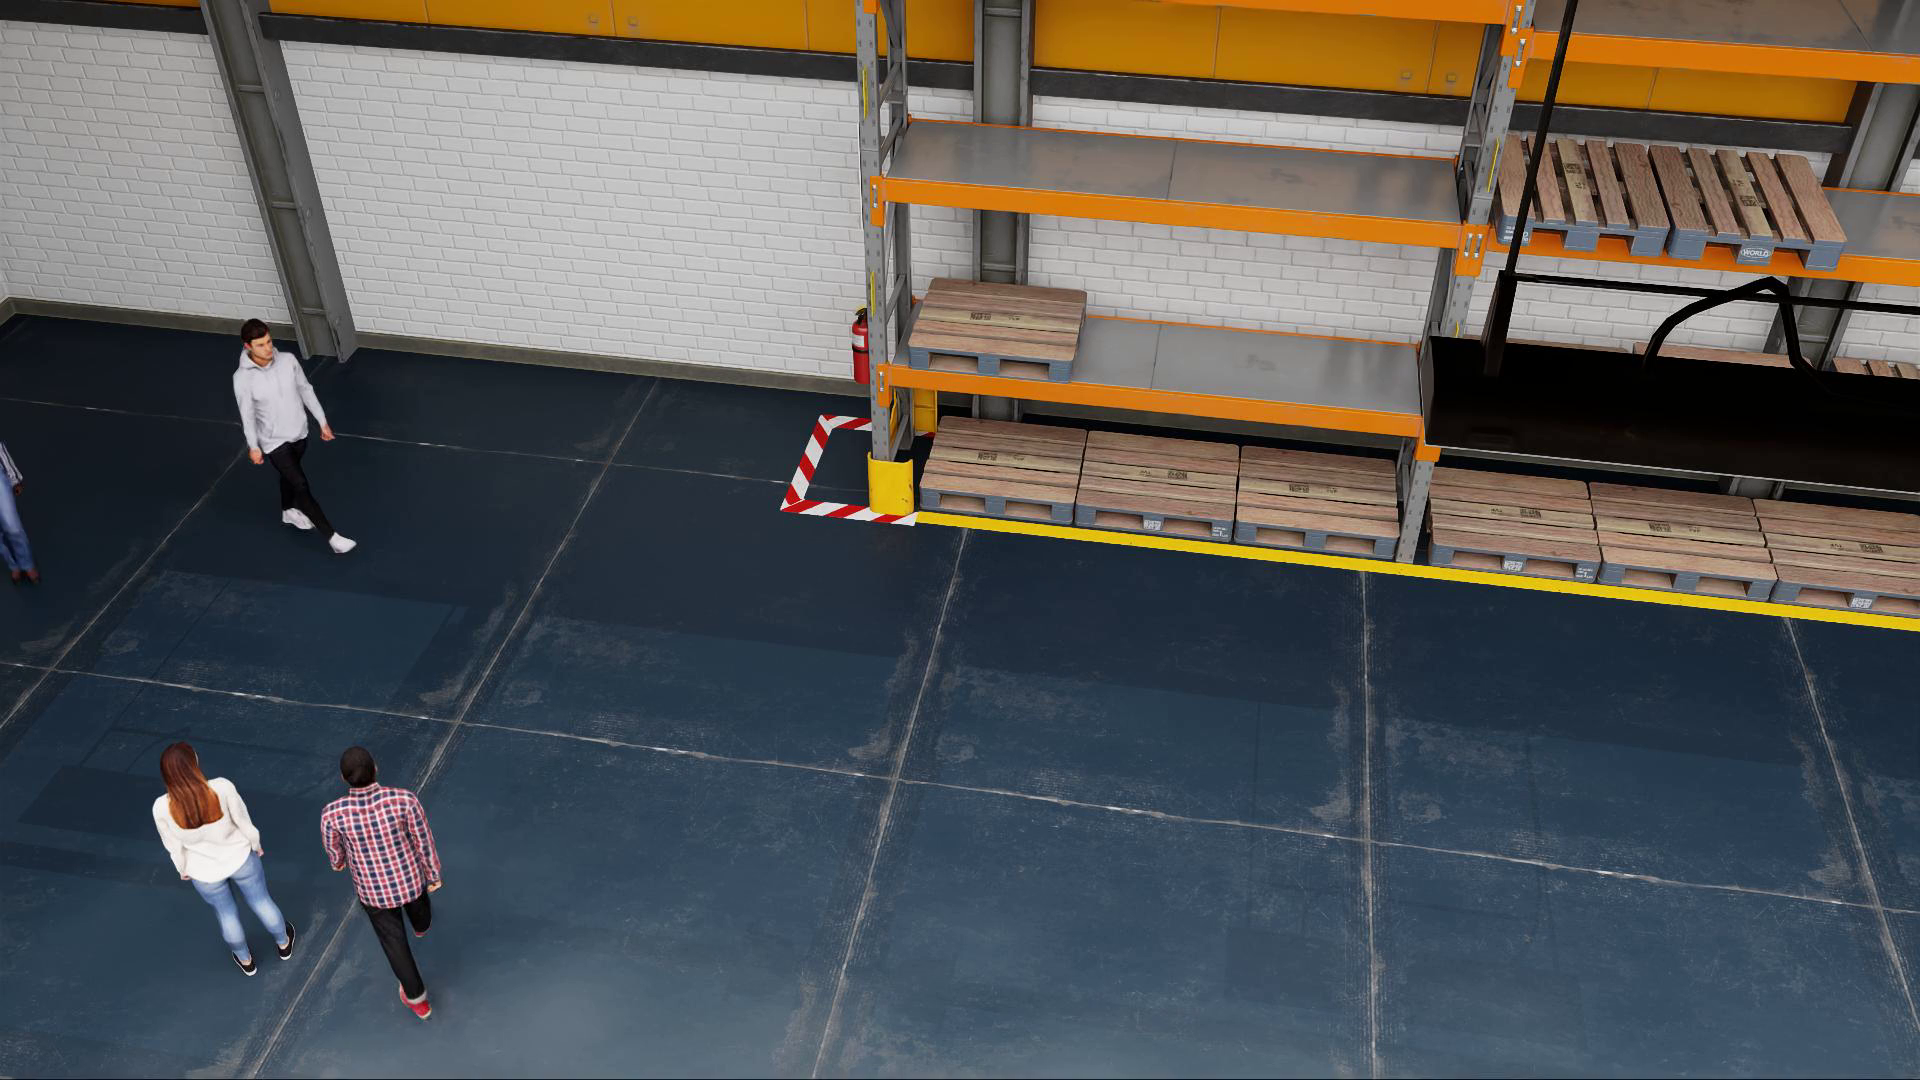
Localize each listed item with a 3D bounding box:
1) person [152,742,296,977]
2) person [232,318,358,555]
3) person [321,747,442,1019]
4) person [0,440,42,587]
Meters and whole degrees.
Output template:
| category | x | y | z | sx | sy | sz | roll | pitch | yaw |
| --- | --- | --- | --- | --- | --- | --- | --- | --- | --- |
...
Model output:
| category | x | y | z | sx | sy | sz | roll | pitch | yaw |
| --- | --- | --- | --- | --- | --- | --- | --- | --- | --- |
| person | -4.045 | 1.758 | 9.121 | 0.679 | 1.694 | 0.765 | -18 | 42 | -21 |
| person | -5.014 | -0.798 | 12.172 | 1.276 | 1.880 | 1.008 | 22 | 44 | 25 |
| person | -3.051 | 1.882 | 8.948 | 1.169 | 1.716 | 1.134 | -16 | 41 | -19 |
| person | -6.947 | -0.435 | 11.798 | 0.789 | 1.779 | 0.865 | -16 | 41 | -20 |
